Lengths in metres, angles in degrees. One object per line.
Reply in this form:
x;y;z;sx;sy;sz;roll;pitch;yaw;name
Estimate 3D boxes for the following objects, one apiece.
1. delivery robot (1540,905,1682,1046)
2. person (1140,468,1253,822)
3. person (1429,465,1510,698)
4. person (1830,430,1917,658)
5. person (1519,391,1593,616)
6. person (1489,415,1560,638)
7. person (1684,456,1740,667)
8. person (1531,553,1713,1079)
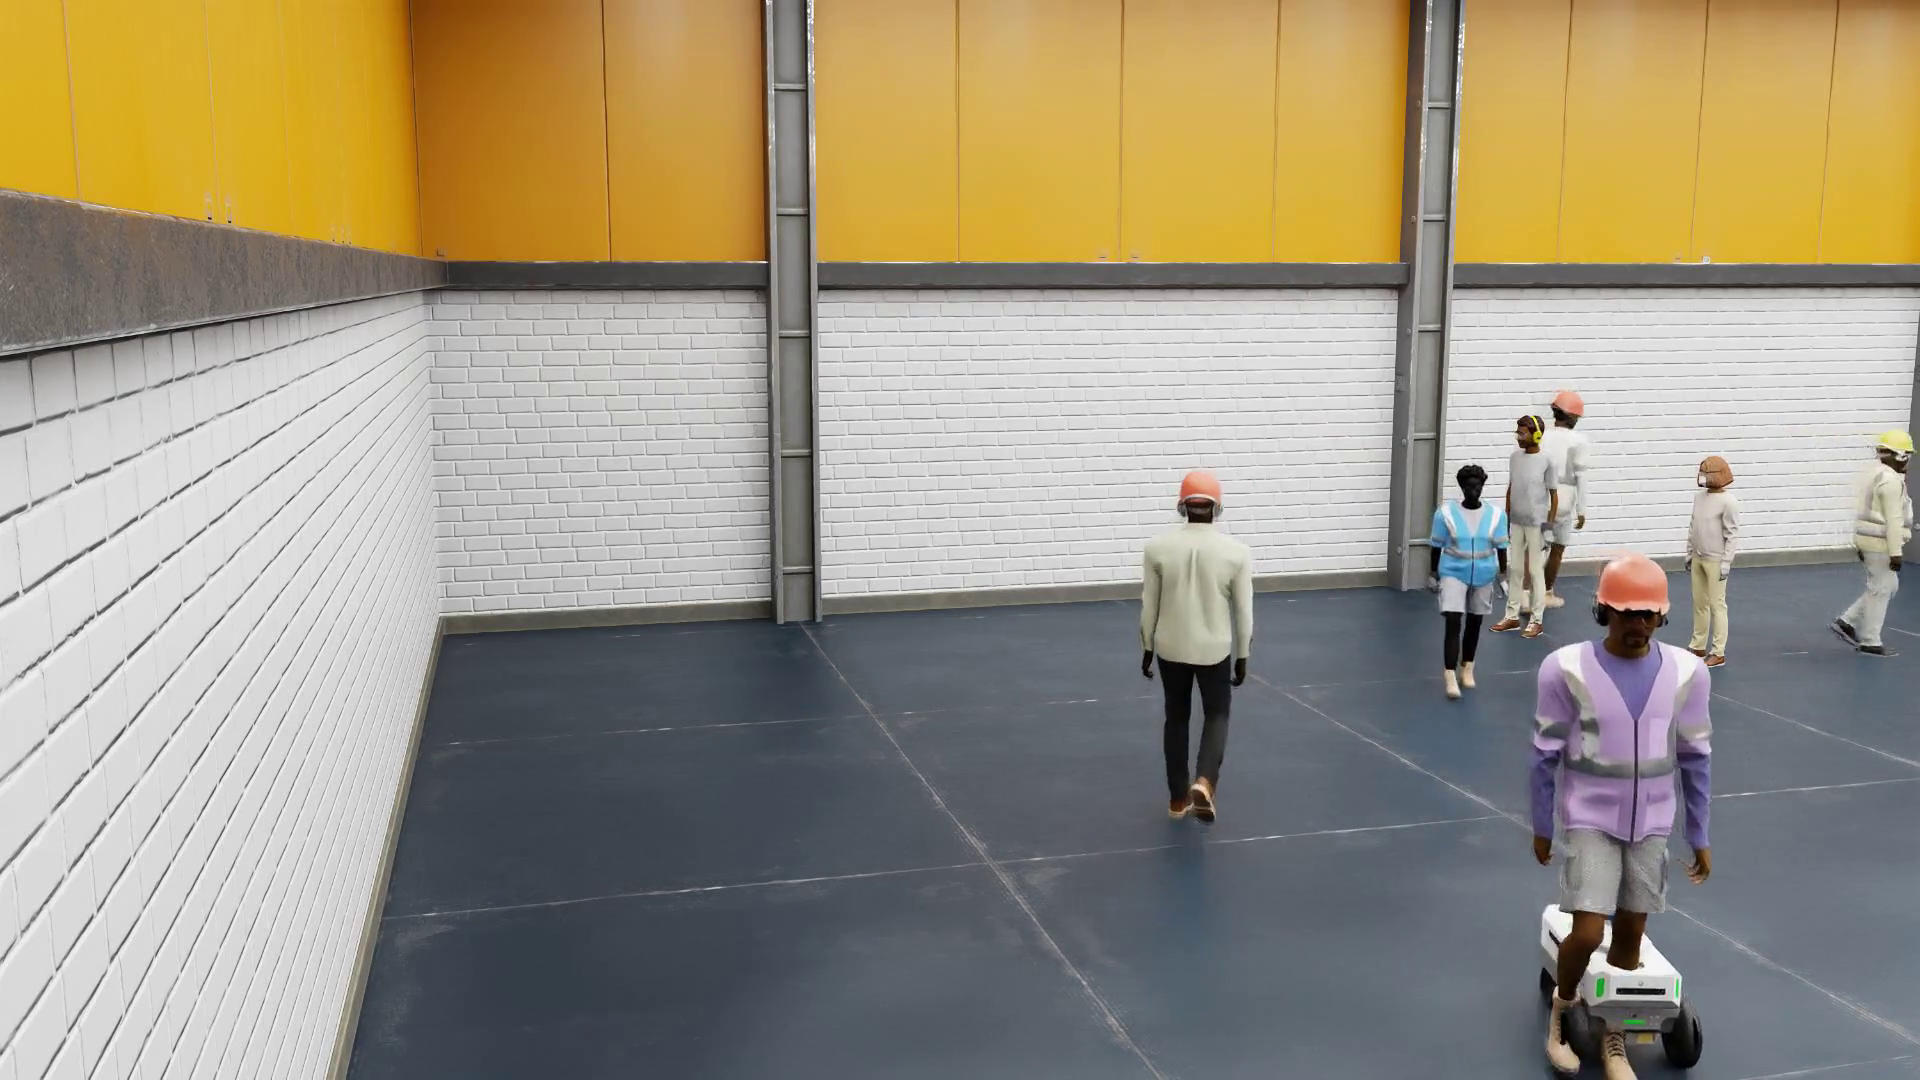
2.560;1.663;6.571;0.477;0.478;0.707;0;9;2;delivery robot
1.281;0.600;9.094;0.621;1.979;0.582;2;9;15;person
3.653;0.298;11.906;0.544;1.659;0.789;1;9;5;person
7.283;0.032;13.155;0.423;1.809;0.604;3;10;19;person
5.185;-0.311;14.720;0.745;1.989;0.851;7;11;35;person
4.742;-0.115;13.908;0.331;1.861;0.519;-6;11;-32;person
5.796;0.162;12.874;0.275;1.632;0.507;-2;9;-11;person
2.445;1.047;6.133;0.615;2.030;0.425;0;9;1;person
